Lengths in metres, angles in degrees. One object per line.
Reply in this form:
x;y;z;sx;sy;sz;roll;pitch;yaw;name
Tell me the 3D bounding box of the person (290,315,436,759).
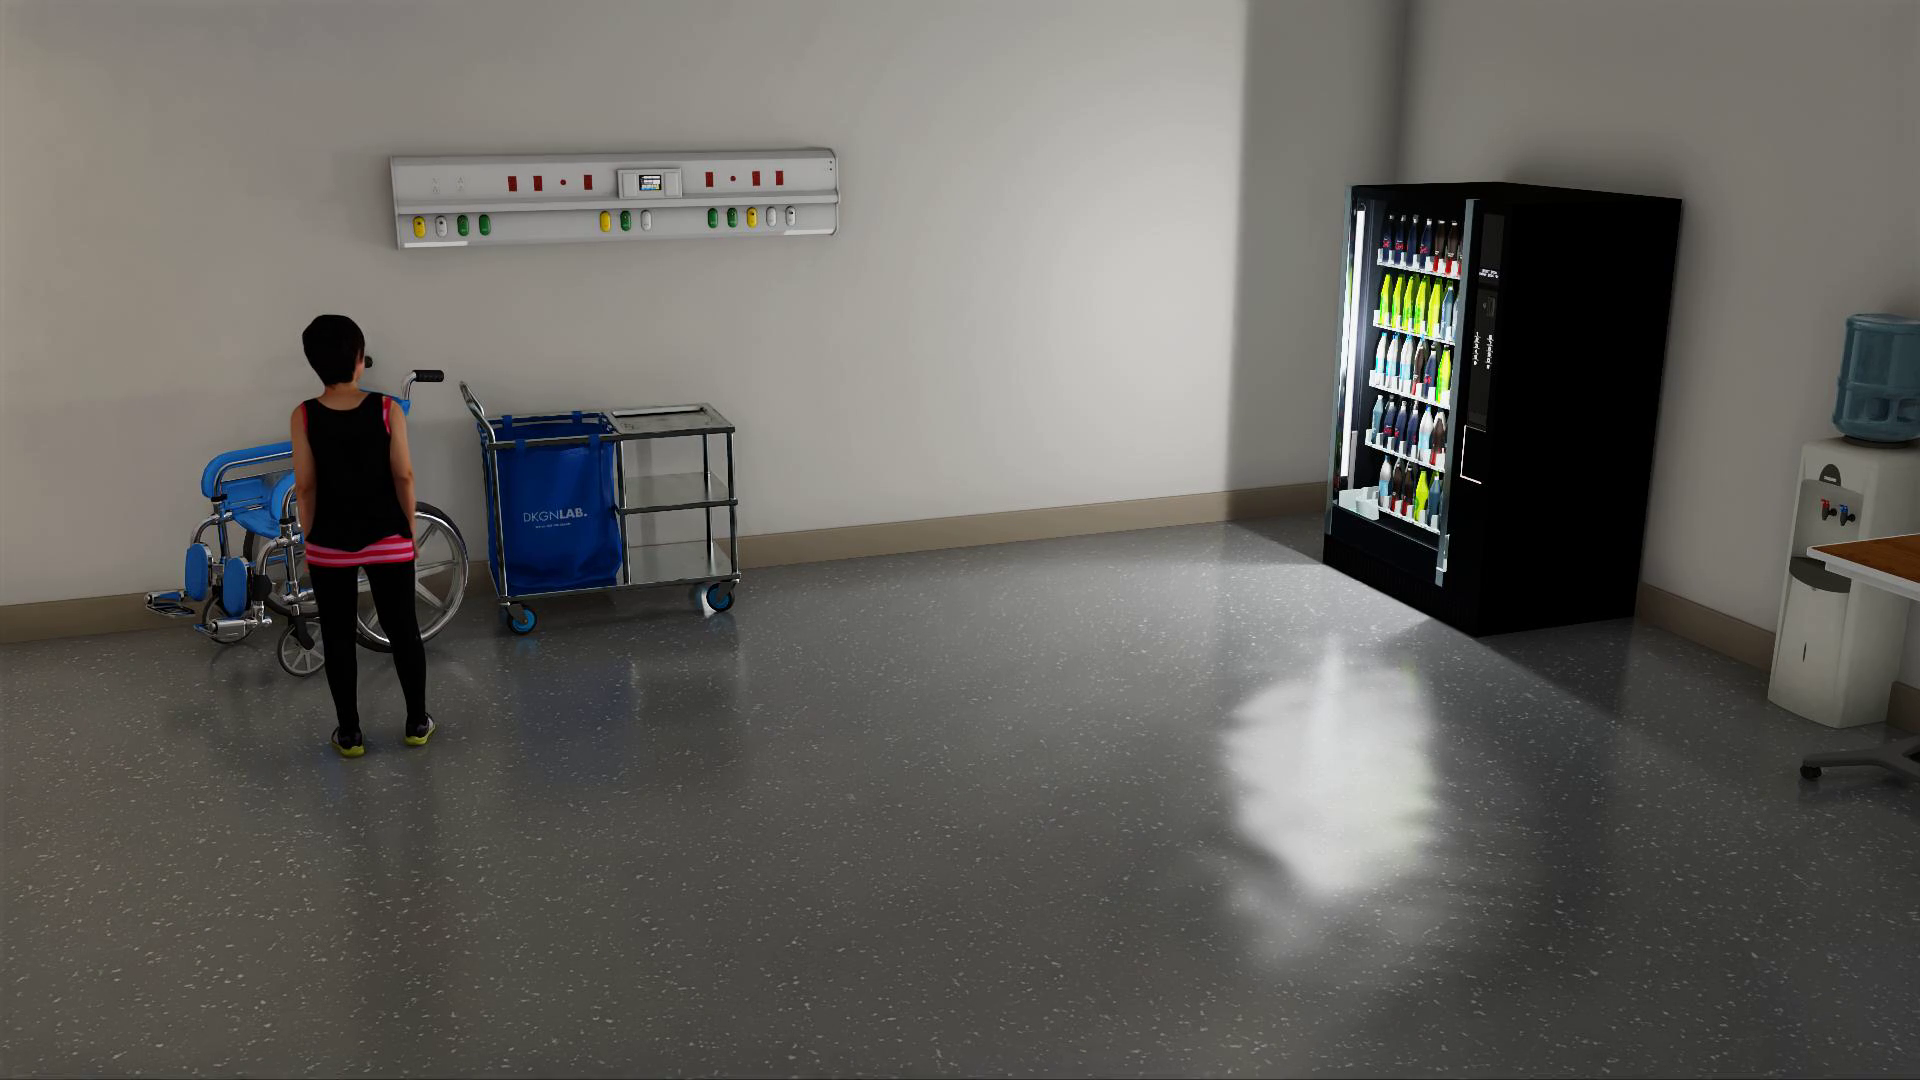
-2.104;-0.015;5.816;0.532;1.550;0.491;-6;17;-21;person
